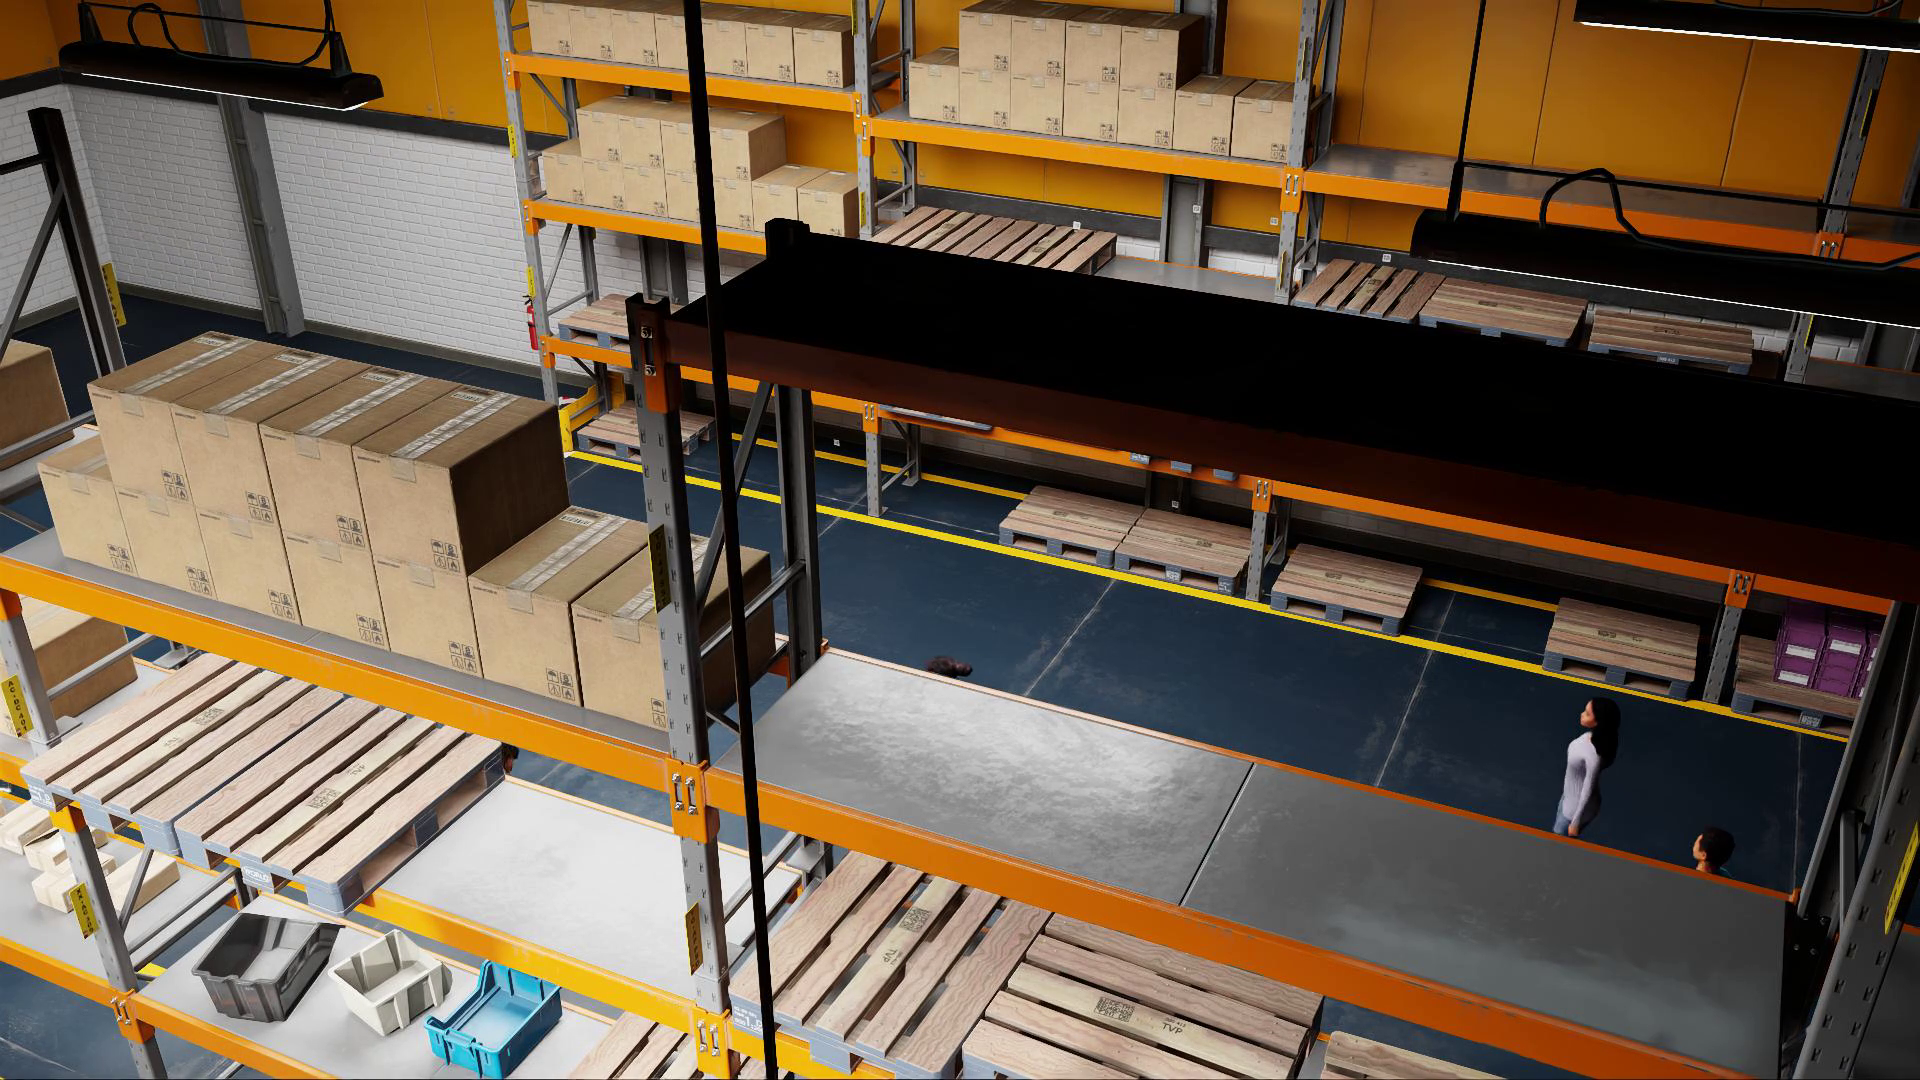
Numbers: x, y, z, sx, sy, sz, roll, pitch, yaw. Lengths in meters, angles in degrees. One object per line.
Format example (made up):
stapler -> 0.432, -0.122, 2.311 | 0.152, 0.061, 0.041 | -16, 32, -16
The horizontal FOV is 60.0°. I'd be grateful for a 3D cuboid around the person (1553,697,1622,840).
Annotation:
person -> 4.347, 1.852, 11.413 | 0.826, 1.728, 0.648 | 10, 30, 17
